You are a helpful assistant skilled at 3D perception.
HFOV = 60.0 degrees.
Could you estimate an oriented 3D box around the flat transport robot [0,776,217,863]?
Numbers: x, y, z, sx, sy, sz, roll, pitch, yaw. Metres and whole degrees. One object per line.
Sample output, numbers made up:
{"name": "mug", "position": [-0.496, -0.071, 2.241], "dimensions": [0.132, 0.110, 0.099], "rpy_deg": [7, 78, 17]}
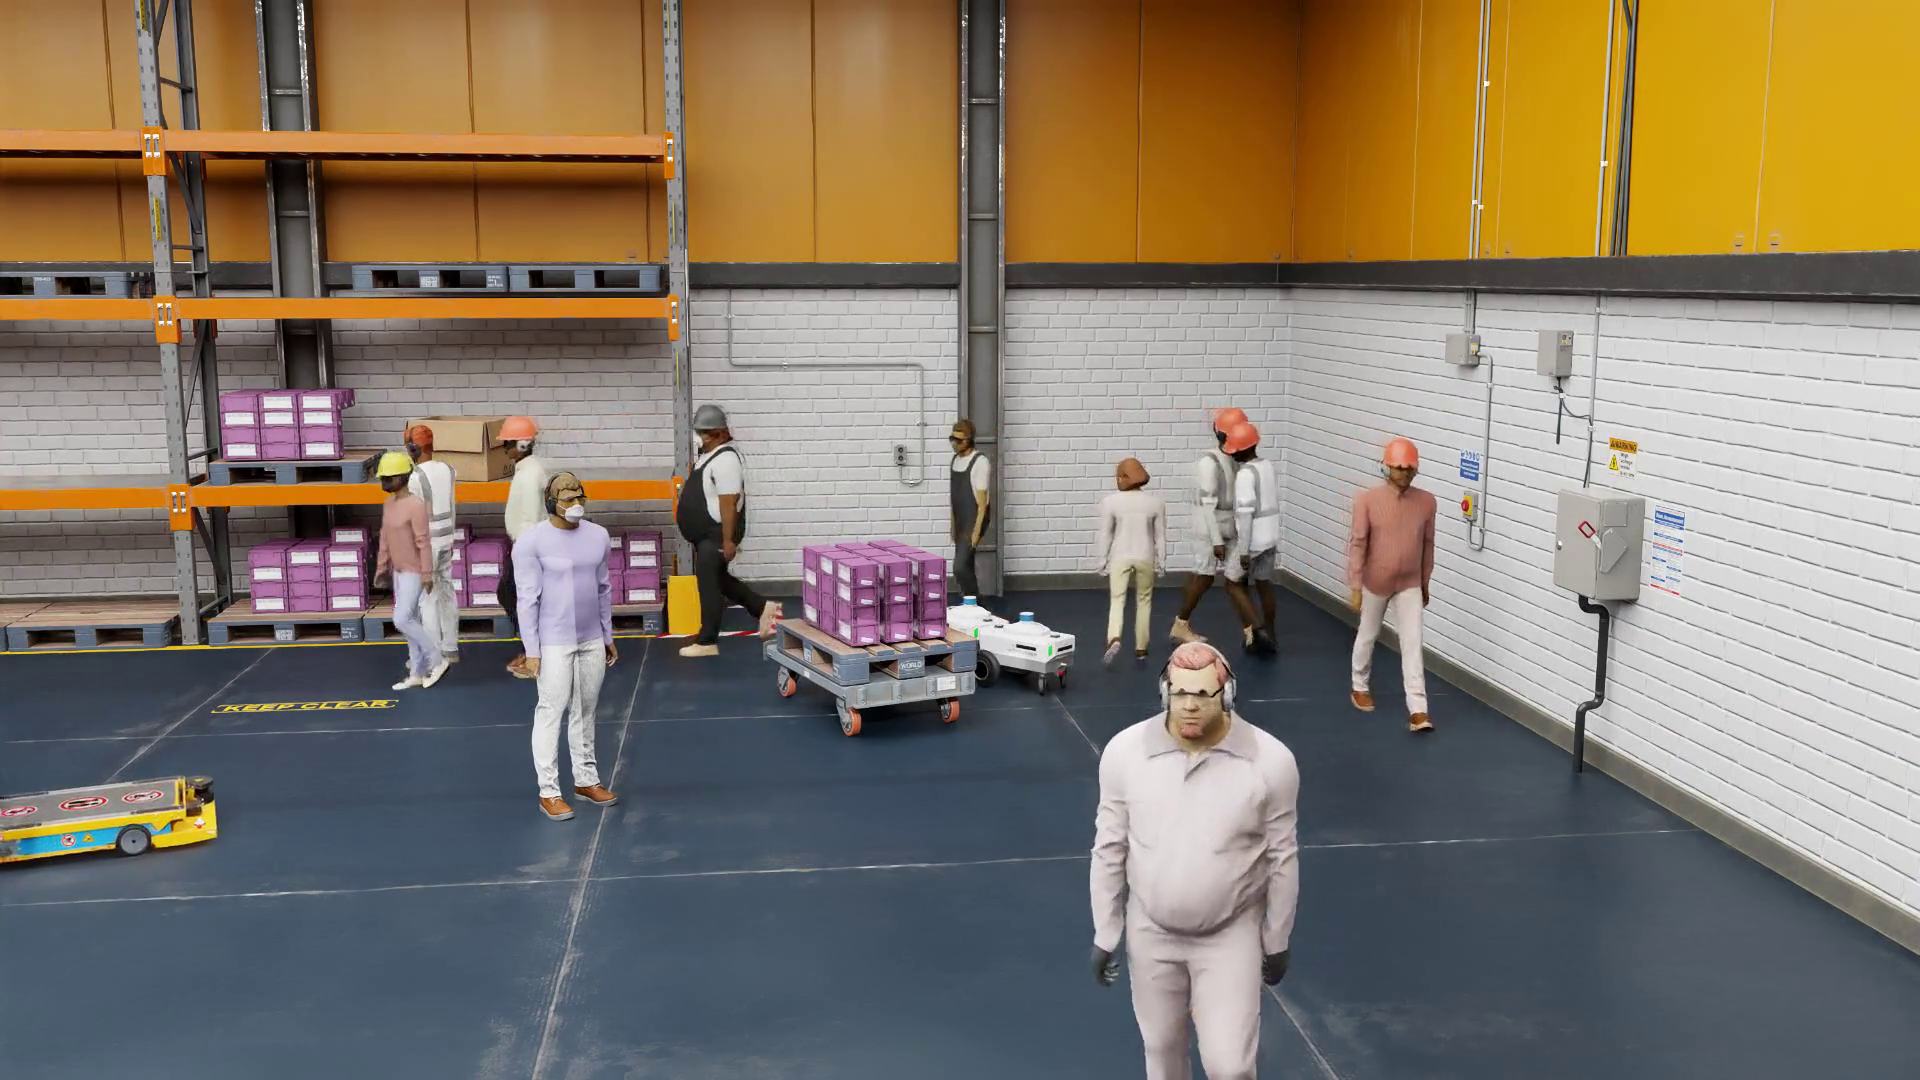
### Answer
{"name": "flat transport robot", "position": [-4.719, 1.496, 8.788], "dimensions": [1.431, 0.197, 0.652], "rpy_deg": [-4, 10, -25]}

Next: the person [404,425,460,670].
{"name": "person", "position": [-4.077, 0.055, 12.760], "dimensions": [0.355, 1.887, 0.573], "rpy_deg": [3, 10, 18]}

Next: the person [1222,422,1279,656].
{"name": "person", "position": [2.320, 0.008, 13.069], "dimensions": [0.442, 1.894, 0.597], "rpy_deg": [8, 12, 40]}

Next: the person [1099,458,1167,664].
{"name": "person", "position": [1.343, 0.179, 12.883], "dimensions": [0.529, 1.612, 0.676], "rpy_deg": [1, 9, 5]}

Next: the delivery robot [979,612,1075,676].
{"name": "delivery robot", "position": [0.489, 0.770, 12.147], "dimensions": [0.707, 0.478, 0.477], "rpy_deg": [8, 12, 39]}

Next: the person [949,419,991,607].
{"name": "person", "position": [0.068, -0.108, 13.983], "dimensions": [0.502, 1.816, 0.551], "rpy_deg": [-6, 11, -33]}

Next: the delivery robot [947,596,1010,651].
{"name": "delivery robot", "position": [0.077, 0.673, 12.754], "dimensions": [0.477, 0.478, 0.707], "rpy_deg": [-5, 11, -30]}

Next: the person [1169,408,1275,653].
{"name": "person", "position": [2.086, -0.078, 13.318], "dimensions": [0.943, 1.981, 0.640], "rpy_deg": [7, 12, 39]}

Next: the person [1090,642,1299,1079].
{"name": "person", "position": [0.732, 1.250, 5.284], "dimensions": [0.641, 1.894, 0.445], "rpy_deg": [3, 10, 19]}

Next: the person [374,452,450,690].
{"name": "person", "position": [-4.028, 0.237, 12.052], "dimensions": [0.372, 1.753, 0.528], "rpy_deg": [-7, 12, -39]}

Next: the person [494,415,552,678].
{"name": "person", "position": [-3.285, 0.062, 12.412], "dimensions": [0.516, 1.979, 0.643], "rpy_deg": [-3, 10, -20]}

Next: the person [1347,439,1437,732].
{"name": "person", "position": [2.907, 0.279, 11.217], "dimensions": [0.652, 1.938, 1.040], "rpy_deg": [-1, 9, -7]}

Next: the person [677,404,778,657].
{"name": "person", "position": [-1.866, -0.107, 13.291], "dimensions": [0.791, 2.000, 0.694], "rpy_deg": [-3, 10, -19]}

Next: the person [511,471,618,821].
{"name": "person", "position": [-2.191, 0.578, 9.335], "dimensions": [0.372, 1.940, 0.630], "rpy_deg": [7, 12, 38]}
